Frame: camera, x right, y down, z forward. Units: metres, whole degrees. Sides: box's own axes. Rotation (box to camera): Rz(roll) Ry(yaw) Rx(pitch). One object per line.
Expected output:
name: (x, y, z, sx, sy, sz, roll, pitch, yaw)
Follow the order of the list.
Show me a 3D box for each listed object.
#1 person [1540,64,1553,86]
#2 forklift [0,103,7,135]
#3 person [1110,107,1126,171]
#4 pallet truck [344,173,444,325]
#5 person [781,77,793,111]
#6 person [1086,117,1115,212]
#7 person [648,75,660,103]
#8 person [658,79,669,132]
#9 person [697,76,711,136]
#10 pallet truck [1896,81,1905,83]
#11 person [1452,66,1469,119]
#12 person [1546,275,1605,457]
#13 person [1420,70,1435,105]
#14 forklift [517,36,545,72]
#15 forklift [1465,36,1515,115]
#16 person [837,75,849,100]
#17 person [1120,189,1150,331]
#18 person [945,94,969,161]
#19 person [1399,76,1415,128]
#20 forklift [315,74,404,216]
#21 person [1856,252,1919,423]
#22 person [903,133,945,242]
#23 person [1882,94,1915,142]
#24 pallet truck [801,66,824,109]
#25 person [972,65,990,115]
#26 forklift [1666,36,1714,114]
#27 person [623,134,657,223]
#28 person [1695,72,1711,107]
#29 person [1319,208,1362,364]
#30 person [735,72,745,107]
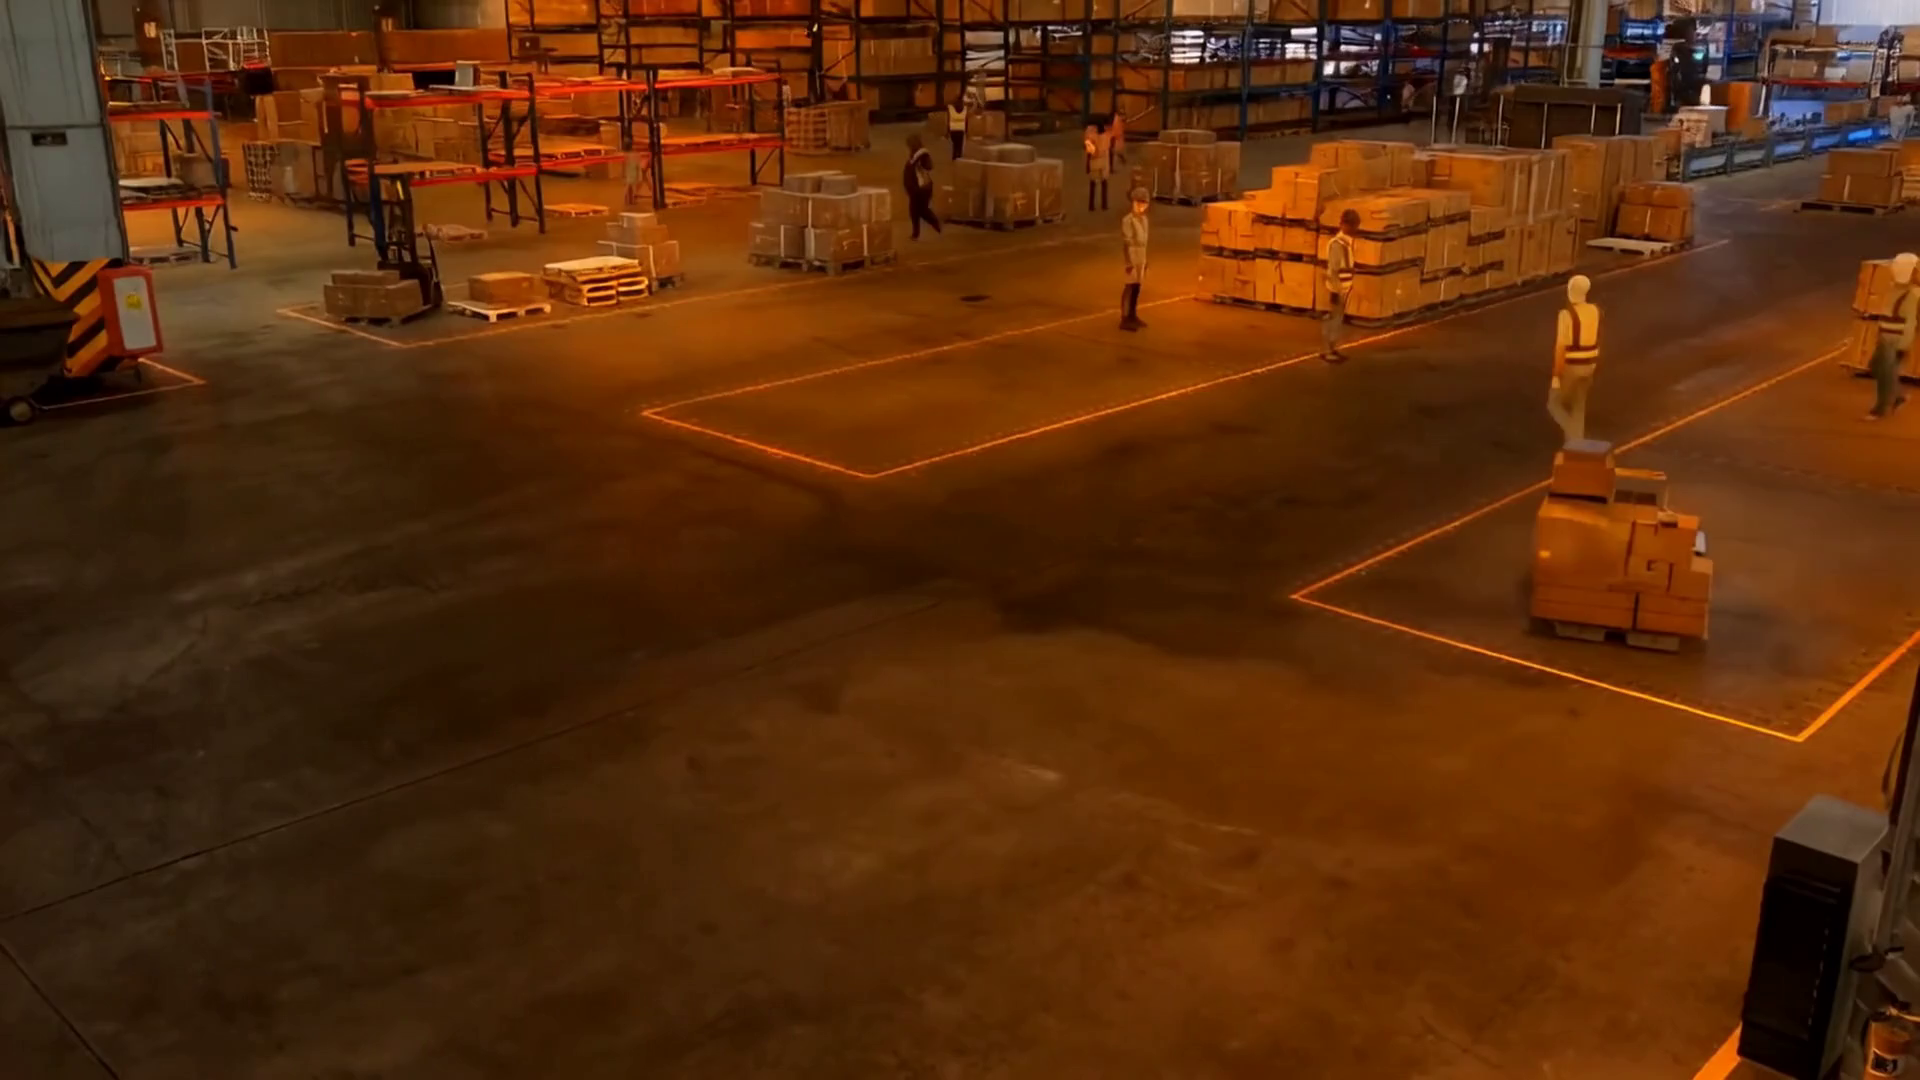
person: (21.409, -16.380, 60.663, 0.427, 1.895, 0.667, -5, 19, -15)
forklift: (-29.010, -14.010, 51.991, 1.129, 2.768, 1.873, 15, 24, 38)
person: (4.031, -10.269, 42.674, 0.365, 1.626, 0.552, 0, 18, 0)
pallet truck: (-8.209, -4.181, 23.757, 0.823, 1.965, 1.885, 3, 19, 9)
person: (-5.788, -14.712, 55.992, 0.655, 1.679, 0.542, 15, 23, 38)
person: (2.950, -7.893, 35.002, 0.604, 1.959, 0.379, -1, 18, -4)
person: (-10.888, -15.835, 59.487, 0.825, 1.602, 0.513, 15, 23, 38)
person: (-9.743, -14.193, 54.393, 0.316, 1.695, 0.541, 5, 19, 14)
person: (-7.973, -13.420, 51.692, 0.378, 1.937, 0.628, -12, 22, -32)
pallet truck: (34.802, -16.331, 61.455, 0.653, 1.274, 1.630, 17, 25, 41)
person: (18.069, -16.180, 60.125, 0.557, 1.863, 0.994, 4, 19, 13)
person: (6.088, -1.671, 16.399, 0.597, 1.870, 0.449, -9, 20, -25)
person: (16.993, -16.214, 60.438, 0.927, 1.722, 0.524, 16, 24, 39)
forklift: (-16.076, -17.514, 62.550, 1.873, 2.768, 1.129, 16, 24, 40)
forklift: (19.973, -17.201, 61.605, 1.873, 2.768, 1.129, 16, 24, 40)
person: (-3.521, -13.413, 51.625, 0.834, 1.963, 0.623, 4, 19, 13)
person: (2.434, -3.856, 22.877, 0.374, 1.934, 0.548, 14, 23, 36)
person: (-0.037, -10.666, 43.440, 0.620, 1.900, 0.660, -6, 19, -19)
person: (15.137, -14.813, 56.258, 0.318, 1.699, 0.535, -7, 20, -20)
forklift: (-12.659, -8.279, 34.724, 1.873, 2.768, 1.129, 17, 25, 41)
person: (10.060, -2.159, 17.862, 0.491, 1.872, 0.605, 2, 18, 5)
person: (-0.711, -6.548, 30.821, 0.702, 2.000, 0.713, -8, 20, -24)
person: (24.736, -10.818, 43.964, 0.976, 1.861, 0.657, -14, 23, -36)
pallet truck: (-4.812, -15.182, 56.903, 0.823, 1.965, 1.885, -9, 21, -26)
person: (0.739, -16.087, 59.747, 0.632, 1.920, 0.447, 11, 21, 30)
forklift: (27.341, -17.291, 61.877, 1.129, 2.768, 1.873, 17, 25, 41)
person: (-6.318, -6.990, 32.463, 0.523, 1.846, 0.751, 15, 24, 38)
person: (23.580, -13.839, 52.881, 1.059, 1.970, 0.602, 4, 19, 13)
person: (4.782, -3.187, 20.868, 0.426, 1.939, 0.600, 10, 21, 27)
person: (-7.291, -14.653, 55.428, 0.383, 1.930, 0.540, -6, 19, -17)
